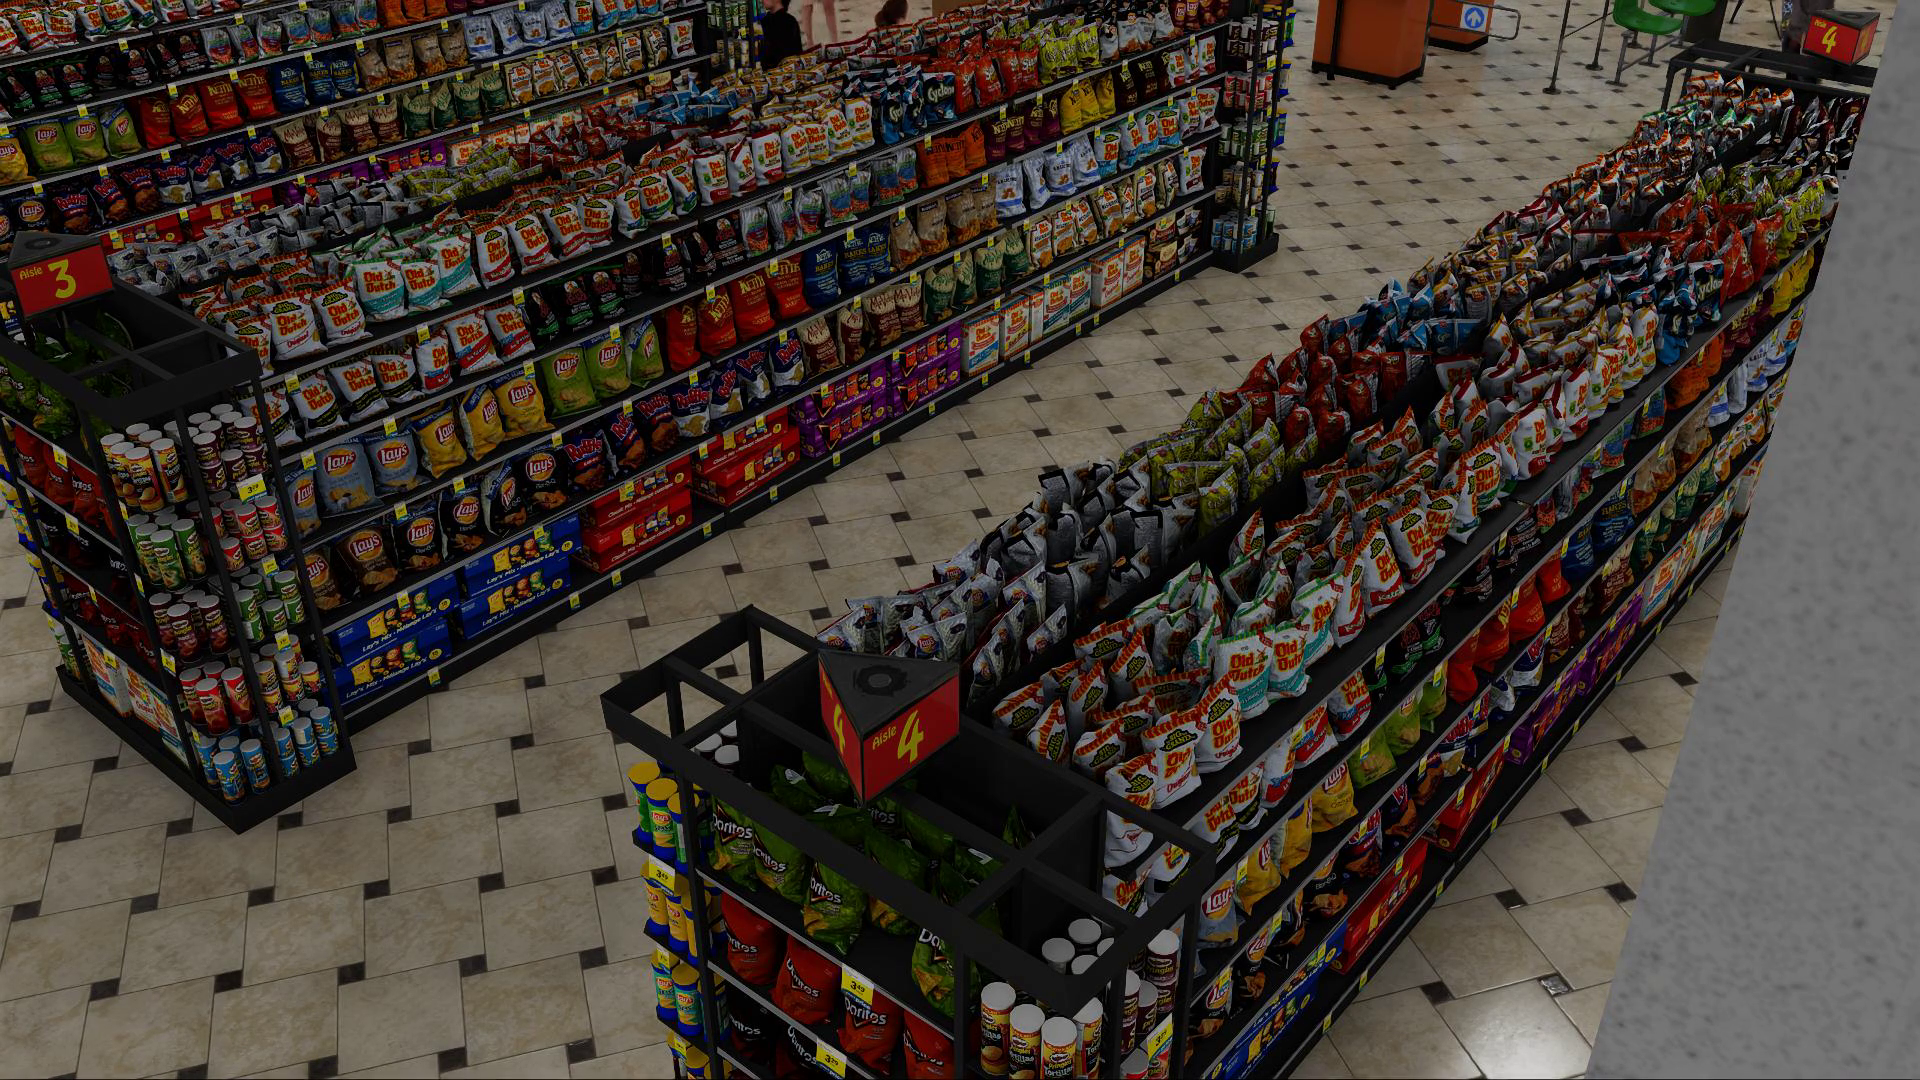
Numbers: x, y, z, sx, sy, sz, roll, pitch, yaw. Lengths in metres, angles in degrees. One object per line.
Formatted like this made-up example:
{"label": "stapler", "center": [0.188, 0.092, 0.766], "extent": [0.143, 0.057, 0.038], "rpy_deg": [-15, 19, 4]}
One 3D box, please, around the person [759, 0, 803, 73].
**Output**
{"label": "person", "center": [-1.260, -3.176, 12.105], "extent": [0.822, 1.839, 0.792], "rpy_deg": [-5, 32, -9]}

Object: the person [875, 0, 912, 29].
{"label": "person", "center": [-0.507, -2.930, 11.802], "extent": [0.673, 1.742, 0.618], "rpy_deg": [-26, 40, -35]}

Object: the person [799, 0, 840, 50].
{"label": "person", "center": [-1.440, -5.356, 15.739], "extent": [1.054, 1.702, 0.943], "rpy_deg": [-15, 35, -23]}
